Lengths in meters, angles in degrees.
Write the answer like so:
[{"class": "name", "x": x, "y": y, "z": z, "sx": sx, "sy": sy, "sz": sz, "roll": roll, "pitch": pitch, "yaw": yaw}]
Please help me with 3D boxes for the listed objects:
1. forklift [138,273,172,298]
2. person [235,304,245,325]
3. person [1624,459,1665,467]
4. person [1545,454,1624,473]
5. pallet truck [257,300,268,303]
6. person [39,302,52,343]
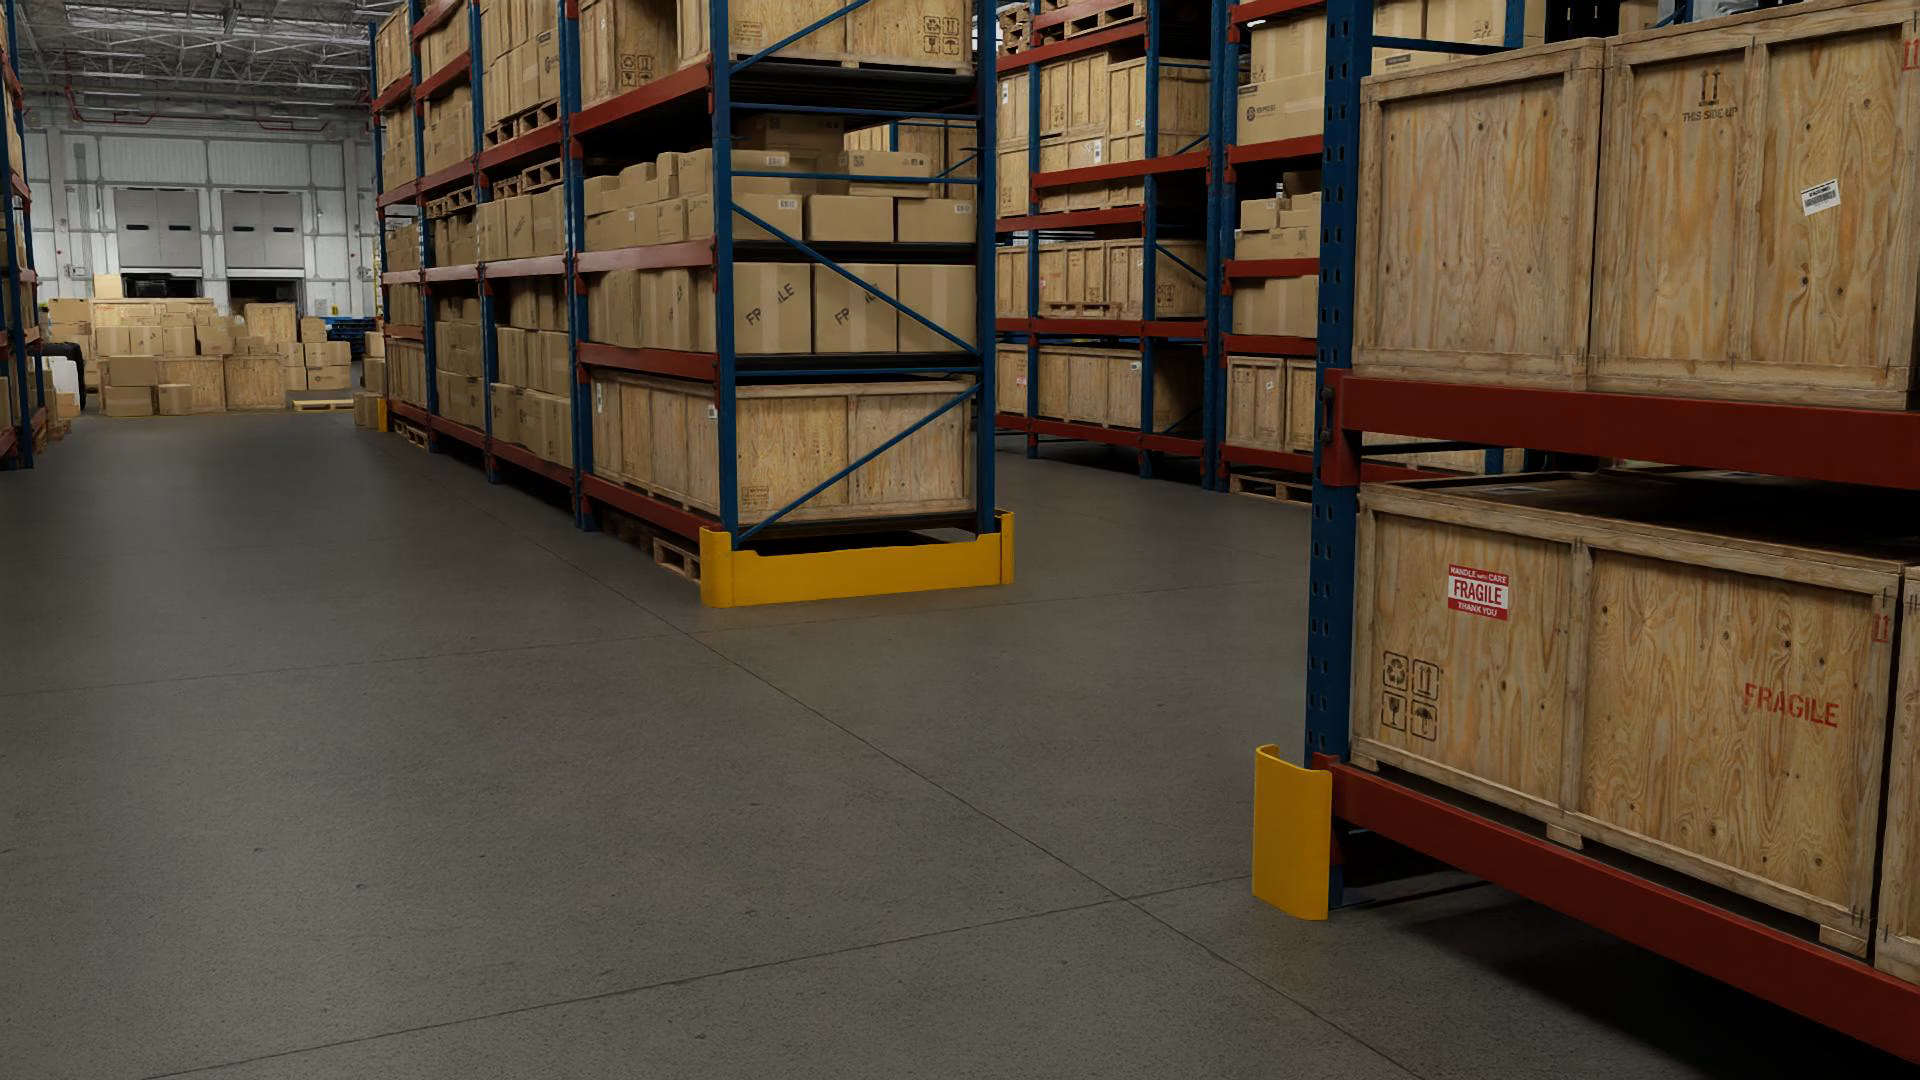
[{"class": "forklift", "x": -24.694, "y": -6.828, "z": 51.173, "sx": 1.129, "sy": 2.768, "sz": 1.873, "roll": 0, "pitch": 8, "yaw": 2}, {"class": "person", "x": -17.530, "y": -4.790, "z": 40.480, "sx": 0.997, "sy": 1.903, "sz": 0.636, "roll": -2, "pitch": 8, "yaw": -13}, {"class": "person", "x": 3.138, "y": 0.048, "z": 7.370, "sx": 0.463, "sy": 1.827, "sz": 0.578, "roll": -4, "pitch": 9, "yaw": -26}, {"class": "person", "x": 2.998, "y": -0.114, "z": 8.244, "sx": 0.650, "sy": 1.911, "sz": 0.406, "roll": -5, "pitch": 9, "yaw": -30}, {"class": "pallet truck", "x": -23.913, "y": -7.404, "z": 58.171, "sx": 1.885, "sy": 1.965, "sz": 0.823, "roll": -1, "pitch": 8, "yaw": -9}, {"class": "person", "x": -31.734, "y": -7.325, "z": 57.957, "sx": 0.848, "sy": 1.894, "sz": 0.599, "roll": -3, "pitch": 9, "yaw": -20}]
